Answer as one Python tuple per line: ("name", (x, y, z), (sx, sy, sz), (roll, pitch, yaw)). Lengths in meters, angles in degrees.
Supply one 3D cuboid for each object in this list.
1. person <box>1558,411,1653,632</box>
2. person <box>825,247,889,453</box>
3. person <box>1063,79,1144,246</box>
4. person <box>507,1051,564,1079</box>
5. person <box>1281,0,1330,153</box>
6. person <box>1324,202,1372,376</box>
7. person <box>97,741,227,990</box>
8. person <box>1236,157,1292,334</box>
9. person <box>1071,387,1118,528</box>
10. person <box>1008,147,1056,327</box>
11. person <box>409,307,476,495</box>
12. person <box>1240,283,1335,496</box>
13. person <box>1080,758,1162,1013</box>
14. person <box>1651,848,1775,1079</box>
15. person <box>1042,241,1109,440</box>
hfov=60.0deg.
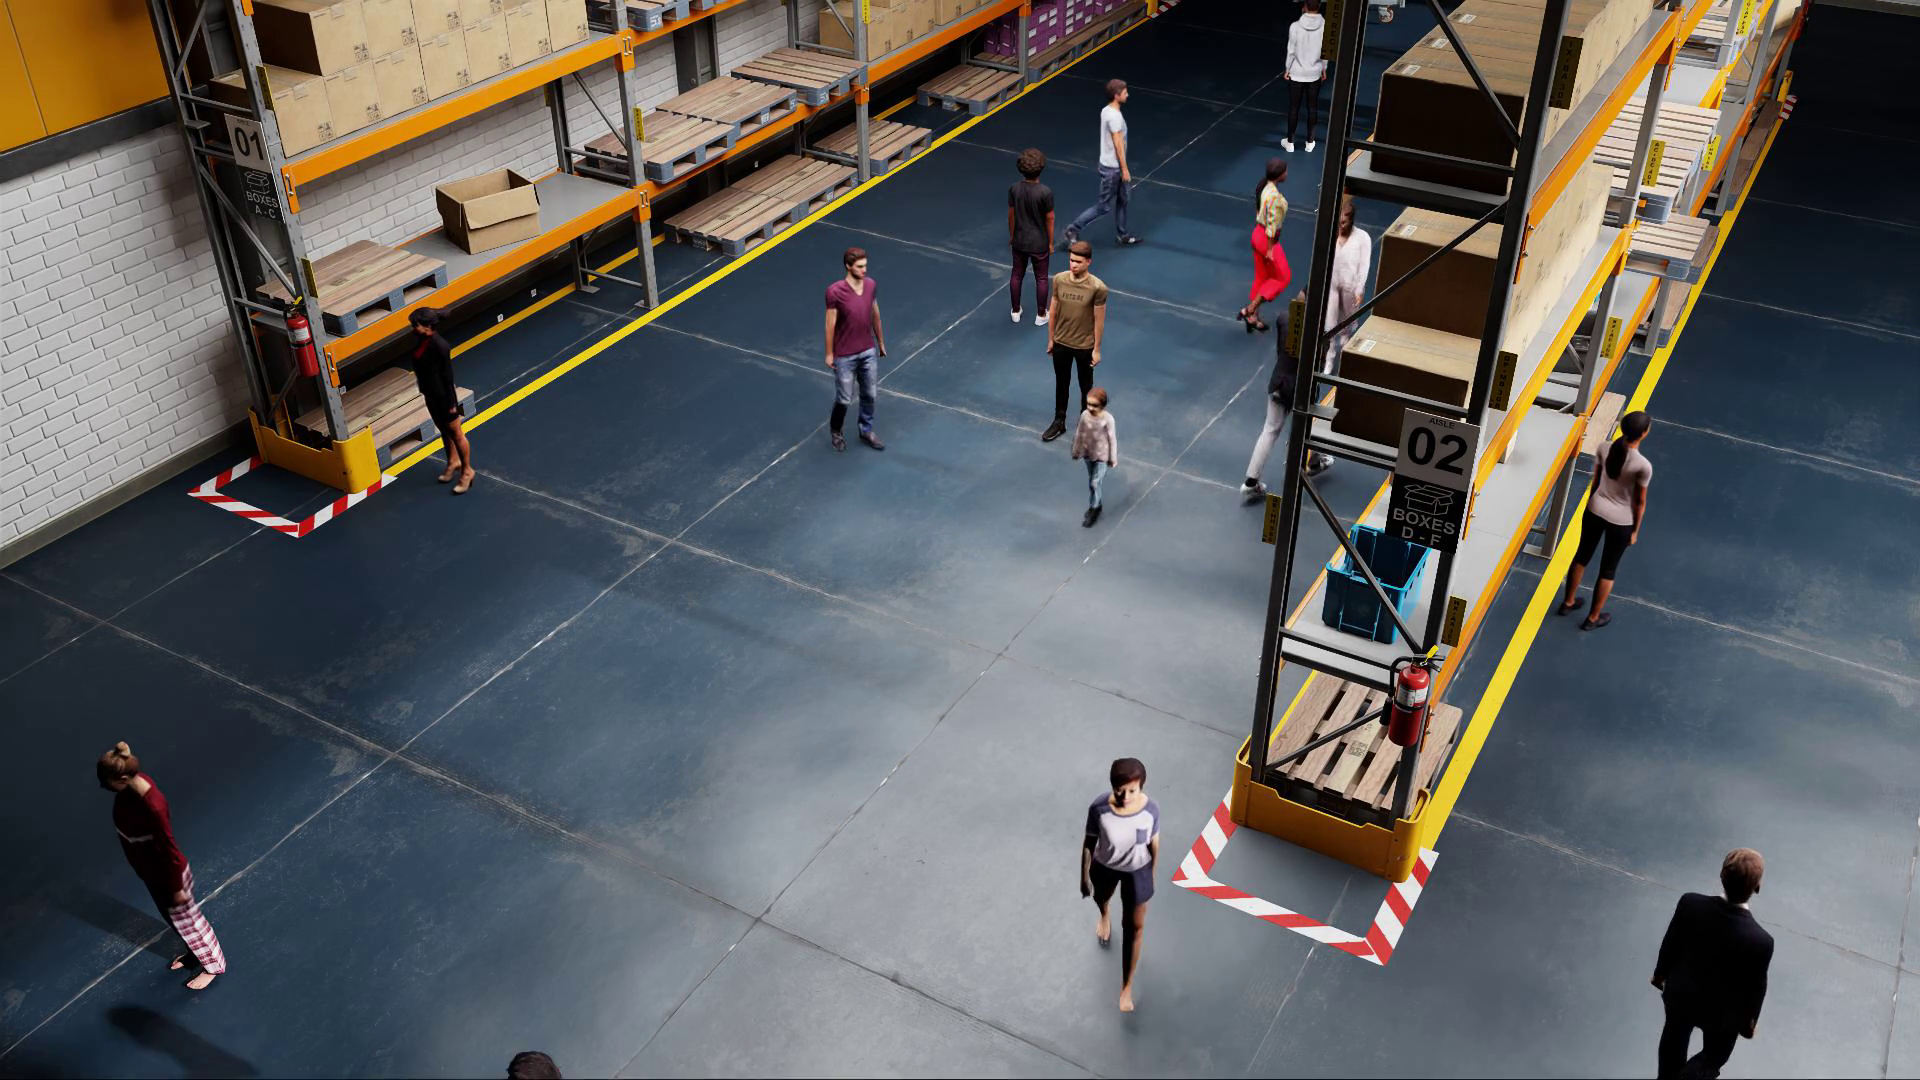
("person", (4.677, -0.150, 12.012), (0.651, 1.744, 0.663), (-24, 41, -32))
("person", (-0.931, -1.650, 14.176), (0.741, 1.846, 0.871), (-22, 39, -29))
("person", (1.525, -3.929, 17.613), (1.035, 1.837, 1.139), (0, 34, 0))
("person", (-1.893, 2.988, 7.384), (1.015, 1.641, 0.527), (18, 38, 25))
("person", (4.200, -5.672, 20.152), (0.776, 1.930, 0.780), (0, 34, 1))
("person", (3.549, -2.367, 15.424), (0.780, 1.660, 1.054), (10, 35, 14))
("person", (-4.390, 1.782, 9.137), (0.668, 1.710, 0.587), (27, 42, 35))
("person", (2.846, -2.796, 15.965), (0.844, 1.776, 0.787), (-6, 34, -9))
("person", (1.126, -0.720, 13.374), (0.536, 1.186, 0.605), (22, 39, 29))
("person", (0.688, -2.954, 16.193), (0.659, 1.787, 0.635), (11, 35, 16))
("person", (-4.247, -1.156, 13.622), (0.690, 1.638, 0.650), (-27, 42, -34))
("person", (2.633, -1.203, 13.454), (1.336, 1.902, 0.962), (-27, 42, -34))
("person", (0.892, 1.780, 9.315), (0.870, 1.516, 1.113), (3, 34, 4))
("person", (3.691, 2.288, 8.290), (1.029, 1.805, 0.884), (-24, 40, -31))
("person", (0.994, -1.695, 14.240), (0.672, 1.852, 0.582), (15, 36, 21))
